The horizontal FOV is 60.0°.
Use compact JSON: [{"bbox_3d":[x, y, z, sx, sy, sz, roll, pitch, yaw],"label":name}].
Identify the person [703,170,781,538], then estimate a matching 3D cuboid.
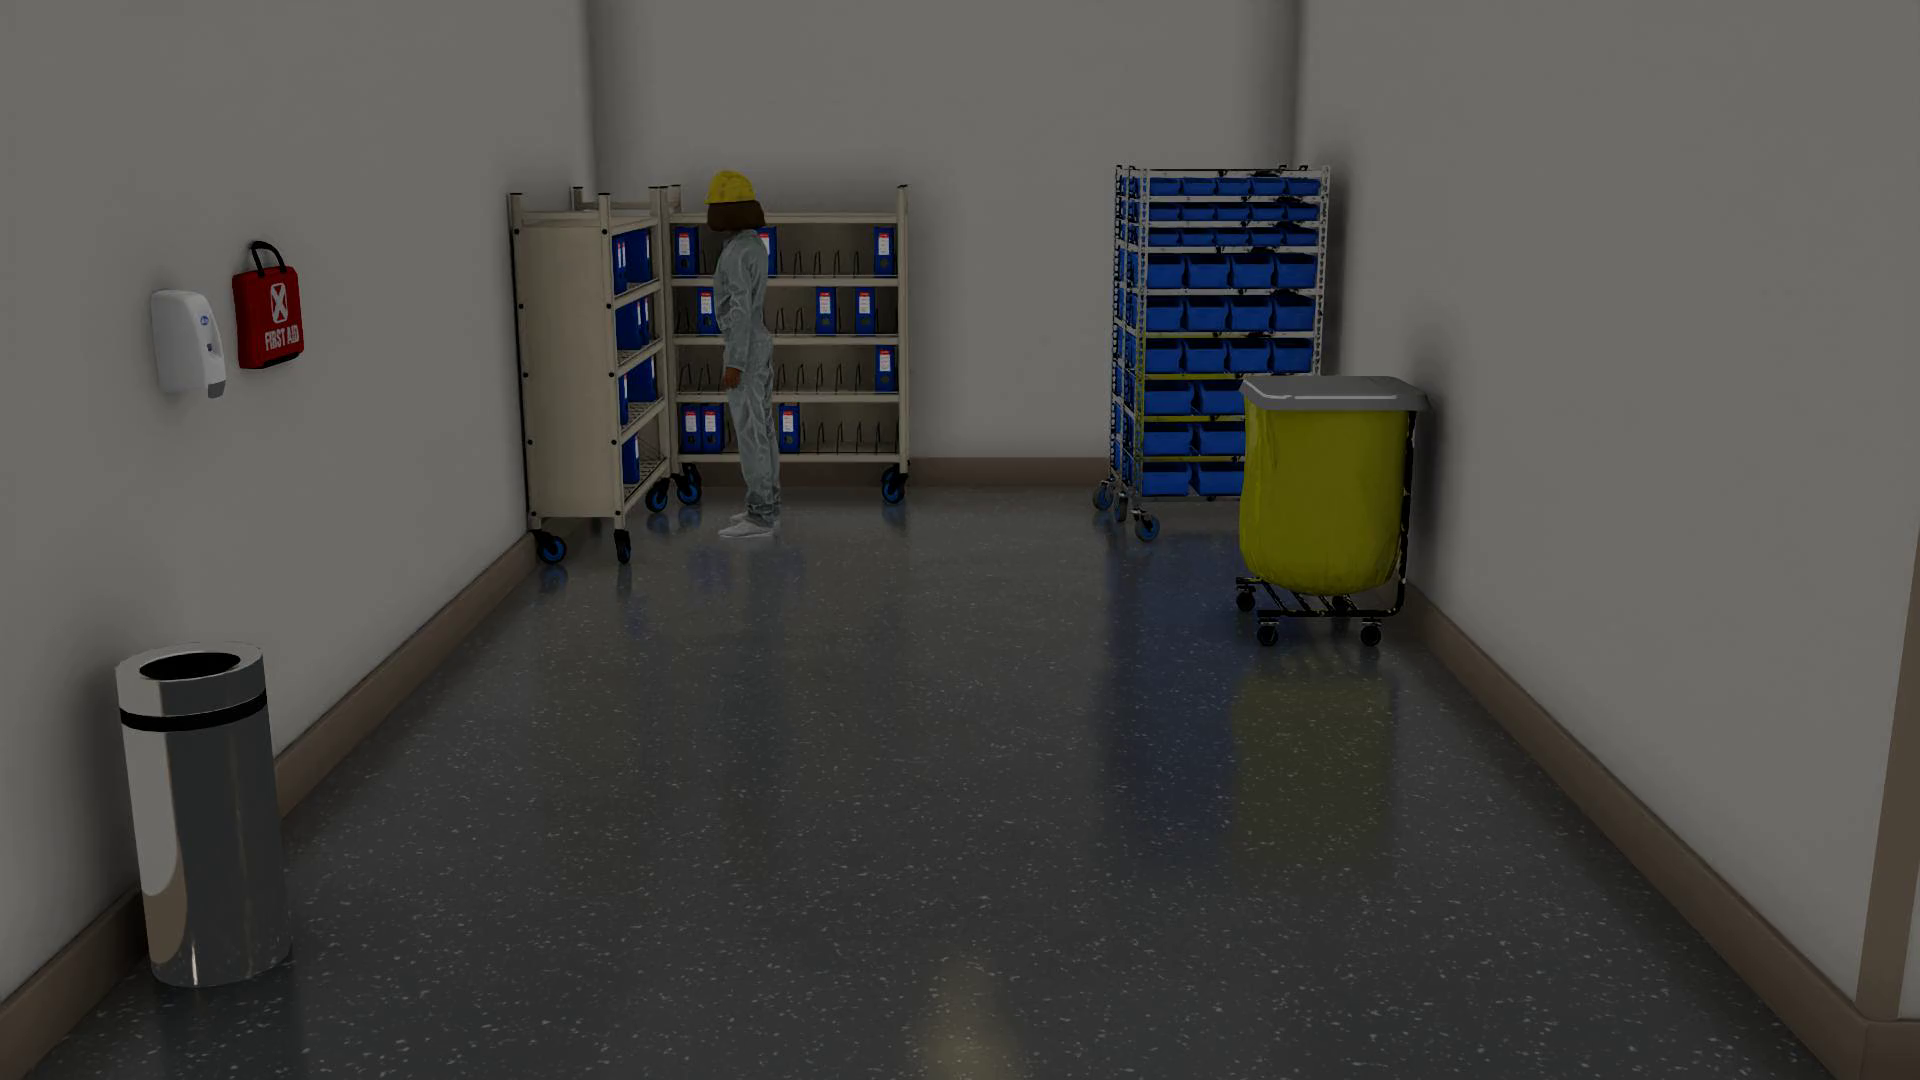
[{"bbox_3d":[-1.051,-0.880,7.969,0.324,1.740,0.492,1,13,5],"label":"person"}]
